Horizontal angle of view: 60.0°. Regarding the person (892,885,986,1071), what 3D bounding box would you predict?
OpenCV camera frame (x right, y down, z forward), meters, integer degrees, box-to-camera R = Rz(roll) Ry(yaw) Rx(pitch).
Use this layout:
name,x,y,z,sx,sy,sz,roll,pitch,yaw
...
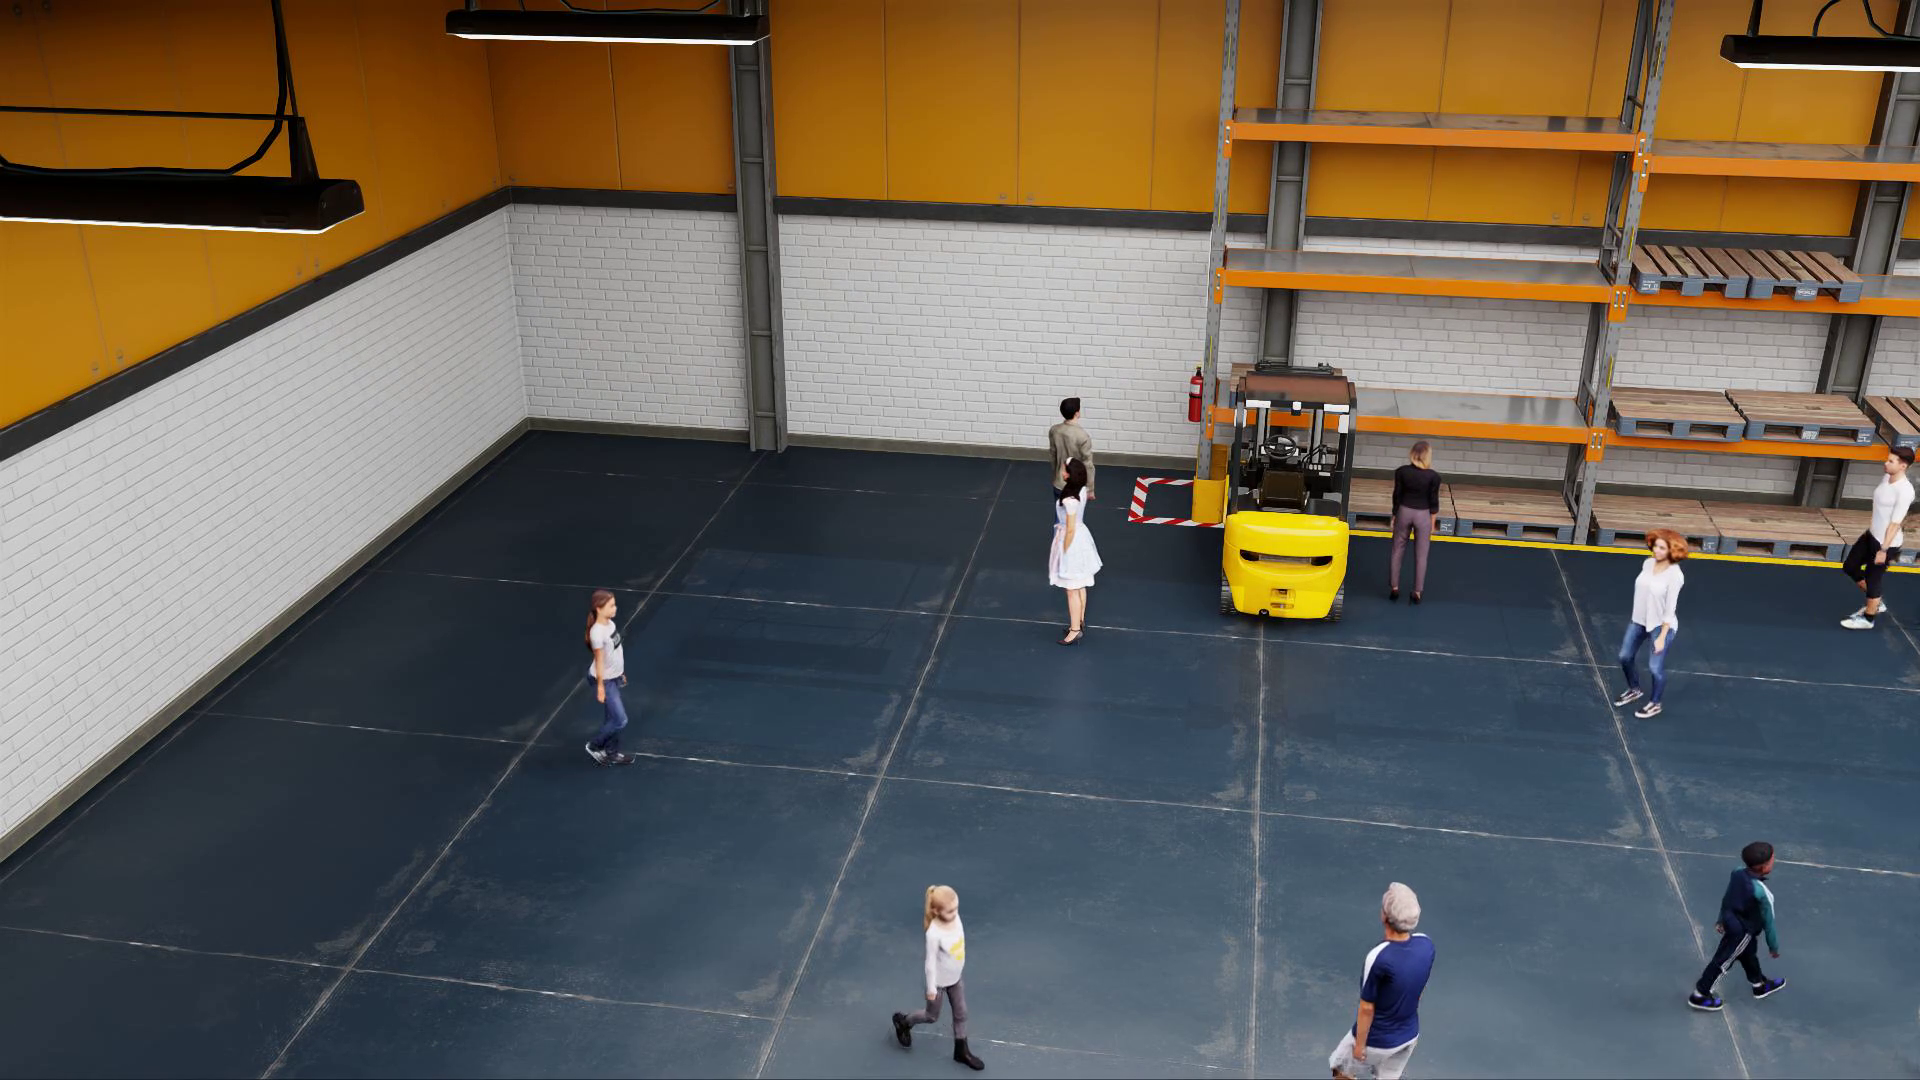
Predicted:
name,x,y,z,sx,sy,sz,roll,pitch,yaw
person,-0.153,2.645,10.156,0.924,1.261,0.720,16,28,32

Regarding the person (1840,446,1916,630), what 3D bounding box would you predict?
name,x,y,z,sx,sy,sz,roll,pitch,yaw
person,8.683,-0.010,15.508,0.682,1.841,0.718,3,24,6

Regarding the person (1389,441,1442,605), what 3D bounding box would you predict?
name,x,y,z,sx,sy,sz,roll,pitch,yaw
person,4.374,-0.164,16.071,0.571,1.671,0.715,11,26,23

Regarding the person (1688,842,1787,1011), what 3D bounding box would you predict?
name,x,y,z,sx,sy,sz,roll,pitch,yaw
person,4.908,2.481,10.580,0.925,1.222,0.642,-1,24,-2

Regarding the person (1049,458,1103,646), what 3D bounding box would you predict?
name,x,y,z,sx,sy,sz,roll,pitch,yaw
person,1.032,0.106,15.274,0.752,1.815,0.729,7,25,16

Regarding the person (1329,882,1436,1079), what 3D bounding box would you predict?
name,x,y,z,sx,sy,sz,roll,pitch,yaw
person,2.404,2.759,9.200,0.753,1.818,0.831,-13,27,-27

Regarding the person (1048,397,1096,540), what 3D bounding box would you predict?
name,x,y,z,sx,sy,sz,roll,pitch,yaw
person,1.102,-0.542,16.692,0.733,1.866,0.852,20,31,38

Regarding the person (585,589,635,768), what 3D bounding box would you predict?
name,x,y,z,sx,sy,sz,roll,pitch,yaw
person,-2.892,1.111,13.300,0.622,1.555,0.558,3,24,6

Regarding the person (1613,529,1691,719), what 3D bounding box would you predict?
name,x,y,z,sx,sy,sz,roll,pitch,yaw
person,5.952,0.691,14.083,0.793,1.697,0.757,-11,26,-24
